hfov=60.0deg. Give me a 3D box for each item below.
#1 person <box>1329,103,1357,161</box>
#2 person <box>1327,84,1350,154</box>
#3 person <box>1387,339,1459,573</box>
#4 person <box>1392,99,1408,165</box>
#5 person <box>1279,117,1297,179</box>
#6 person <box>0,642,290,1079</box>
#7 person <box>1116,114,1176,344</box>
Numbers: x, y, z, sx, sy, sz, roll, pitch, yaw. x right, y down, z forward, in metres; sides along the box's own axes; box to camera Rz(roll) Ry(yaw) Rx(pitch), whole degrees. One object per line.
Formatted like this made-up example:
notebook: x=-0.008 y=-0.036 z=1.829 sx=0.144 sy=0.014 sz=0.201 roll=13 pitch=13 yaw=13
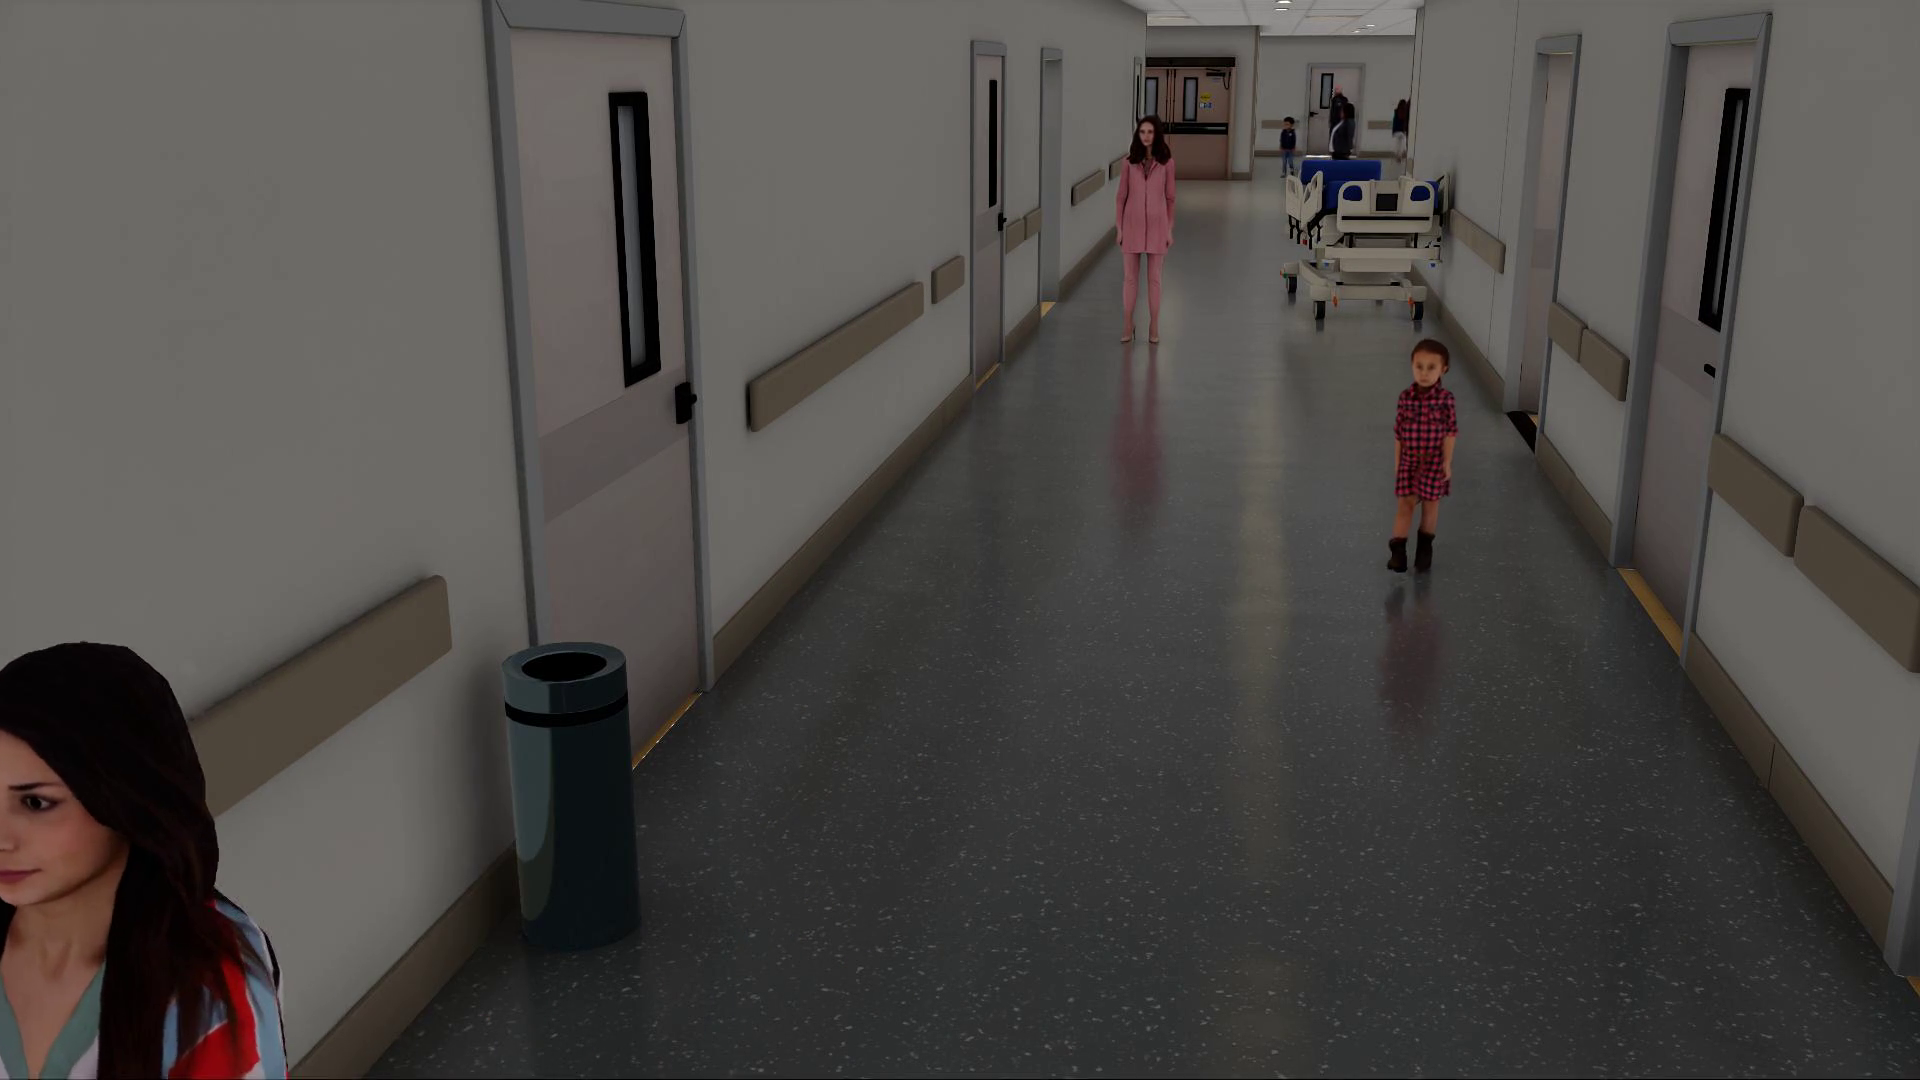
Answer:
person: x=6.693 y=-6.744 z=28.798 sx=0.812 sy=1.584 sz=0.763 roll=-1 pitch=16 yaw=-4
person: x=8.776 y=-9.556 z=38.338 sx=0.928 sy=1.820 sz=0.862 roll=-13 pitch=20 yaw=-38
person: x=2.035 y=-0.364 z=7.233 sx=0.667 sy=1.006 sz=0.586 roll=7 pitch=17 yaw=22
person: x=10.296 y=-9.498 z=38.806 sx=0.978 sy=1.455 sz=0.861 roll=8 pitch=18 yaw=28
person: x=6.729 y=-8.017 z=33.999 sx=0.686 sy=1.213 sz=0.715 roll=10 pitch=19 yaw=32
person: x=-0.797 y=0.864 z=1.795 sx=0.690 sy=1.594 sz=0.648 roll=3 pitch=16 yaw=10
person: x=1.485 y=-2.477 z=13.265 sx=0.455 sy=1.801 sz=0.670 roll=3 pitch=16 yaw=10
